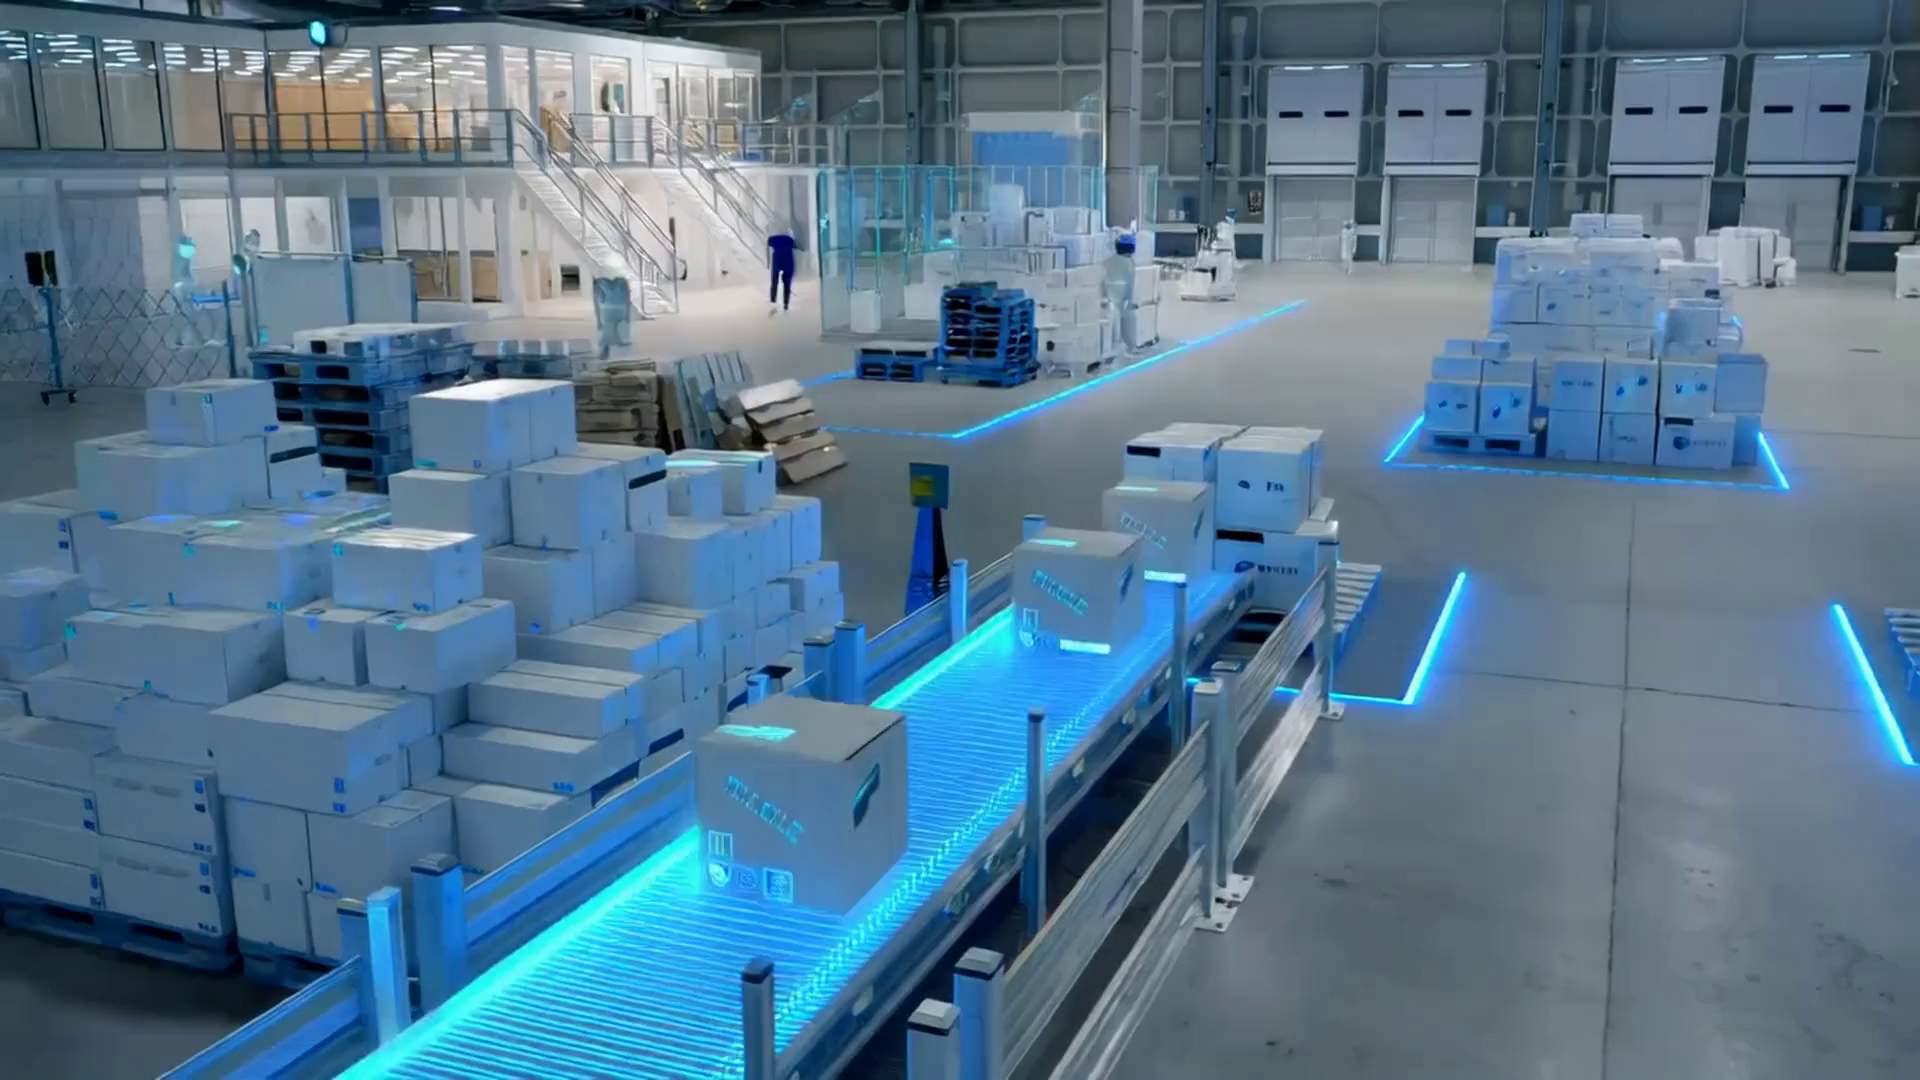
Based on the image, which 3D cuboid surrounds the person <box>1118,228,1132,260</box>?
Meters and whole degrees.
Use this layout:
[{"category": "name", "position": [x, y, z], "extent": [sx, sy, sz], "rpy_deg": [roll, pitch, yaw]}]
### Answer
[{"category": "person", "position": [3.175, -5.319, 33.393], "extent": [0.859, 1.838, 0.554], "rpy_deg": [2, 13, 8]}]

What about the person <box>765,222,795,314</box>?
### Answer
[{"category": "person", "position": [-3.790, -5.721, 35.032], "extent": [0.631, 1.917, 0.864], "rpy_deg": [0, 13, 2]}]

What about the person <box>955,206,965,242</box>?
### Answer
[{"category": "person", "position": [-0.006, -8.457, 47.127], "extent": [0.624, 1.990, 0.386], "rpy_deg": [4, 13, 19]}]

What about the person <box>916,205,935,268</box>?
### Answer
[{"category": "person", "position": [-1.078, -9.366, 51.380], "extent": [0.630, 1.912, 0.547], "rpy_deg": [-2, 13, -9]}]

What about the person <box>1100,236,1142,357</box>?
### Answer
[{"category": "person", "position": [2.506, -3.871, 26.660], "extent": [1.090, 1.955, 0.653], "rpy_deg": [-8, 15, -32]}]

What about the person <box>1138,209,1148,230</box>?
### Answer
[{"category": "person", "position": [5.759, -9.413, 51.872], "extent": [0.938, 1.787, 0.643], "rpy_deg": [-3, 13, -13]}]

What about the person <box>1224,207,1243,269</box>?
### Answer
[{"category": "person", "position": [8.191, -9.219, 50.782], "extent": [0.987, 1.896, 0.560], "rpy_deg": [10, 16, 38]}]

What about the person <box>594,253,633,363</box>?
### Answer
[{"category": "person", "position": [-4.786, -3.025, 23.033], "extent": [0.555, 1.885, 1.027], "rpy_deg": [-8, 15, -32]}]

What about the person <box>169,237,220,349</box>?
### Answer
[{"category": "person", "position": [-12.966, -4.152, 28.064], "extent": [0.987, 1.873, 0.601], "rpy_deg": [1, 13, 5]}]

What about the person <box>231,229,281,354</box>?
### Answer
[{"category": "person", "position": [-11.607, -4.101, 27.480], "extent": [0.672, 2.000, 0.536], "rpy_deg": [-2, 13, -8]}]

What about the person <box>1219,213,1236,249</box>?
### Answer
[{"category": "person", "position": [7.831, -8.716, 48.828], "extent": [0.537, 1.747, 0.617], "rpy_deg": [-4, 13, -17]}]

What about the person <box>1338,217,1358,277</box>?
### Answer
[{"category": "person", "position": [11.061, -8.358, 47.386], "extent": [0.539, 1.676, 0.663], "rpy_deg": [4, 13, 17]}]
